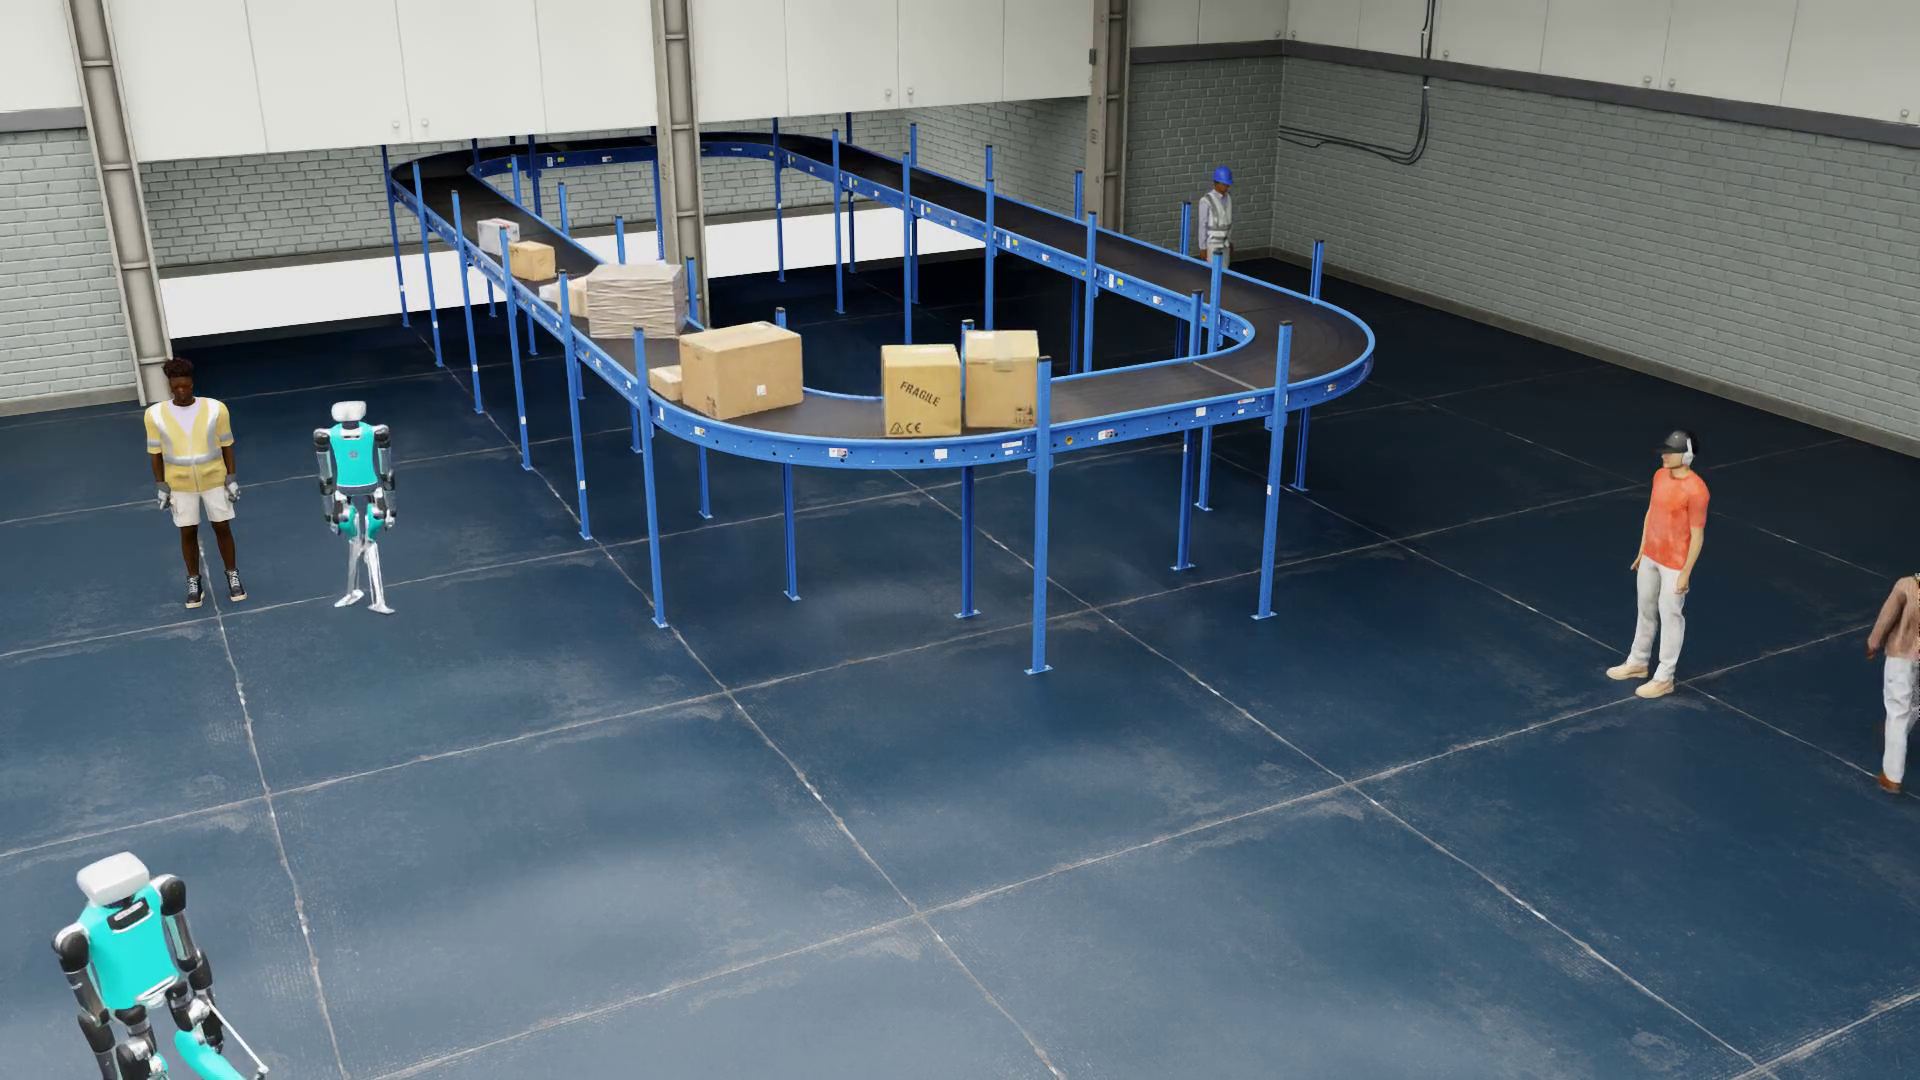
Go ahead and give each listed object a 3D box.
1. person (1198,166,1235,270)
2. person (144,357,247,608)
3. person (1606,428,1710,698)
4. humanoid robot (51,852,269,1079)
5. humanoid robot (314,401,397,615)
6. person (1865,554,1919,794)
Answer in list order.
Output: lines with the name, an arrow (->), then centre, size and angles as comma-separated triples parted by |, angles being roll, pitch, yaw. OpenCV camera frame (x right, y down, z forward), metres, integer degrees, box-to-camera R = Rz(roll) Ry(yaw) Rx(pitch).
person -> 3.221, -3.720, 20.854 | 0.620, 1.931, 0.416 | -19, 29, -39
person -> -5.836, -0.448, 12.722 | 0.605, 1.967, 0.368 | -10, 24, -22
person -> 4.766, 0.153, 11.310 | 0.410, 1.910, 0.480 | -7, 23, -17
humanoid robot -> -3.147, 2.103, 6.734 | 1.052, 1.725, 0.553 | 14, 26, 30
humanoid robot -> -4.542, -0.269, 12.594 | 0.589, 1.778, 0.871 | -7, 23, -17
person -> 5.906, 0.726, 10.287 | 0.502, 1.603, 0.871 | 6, 23, 15
